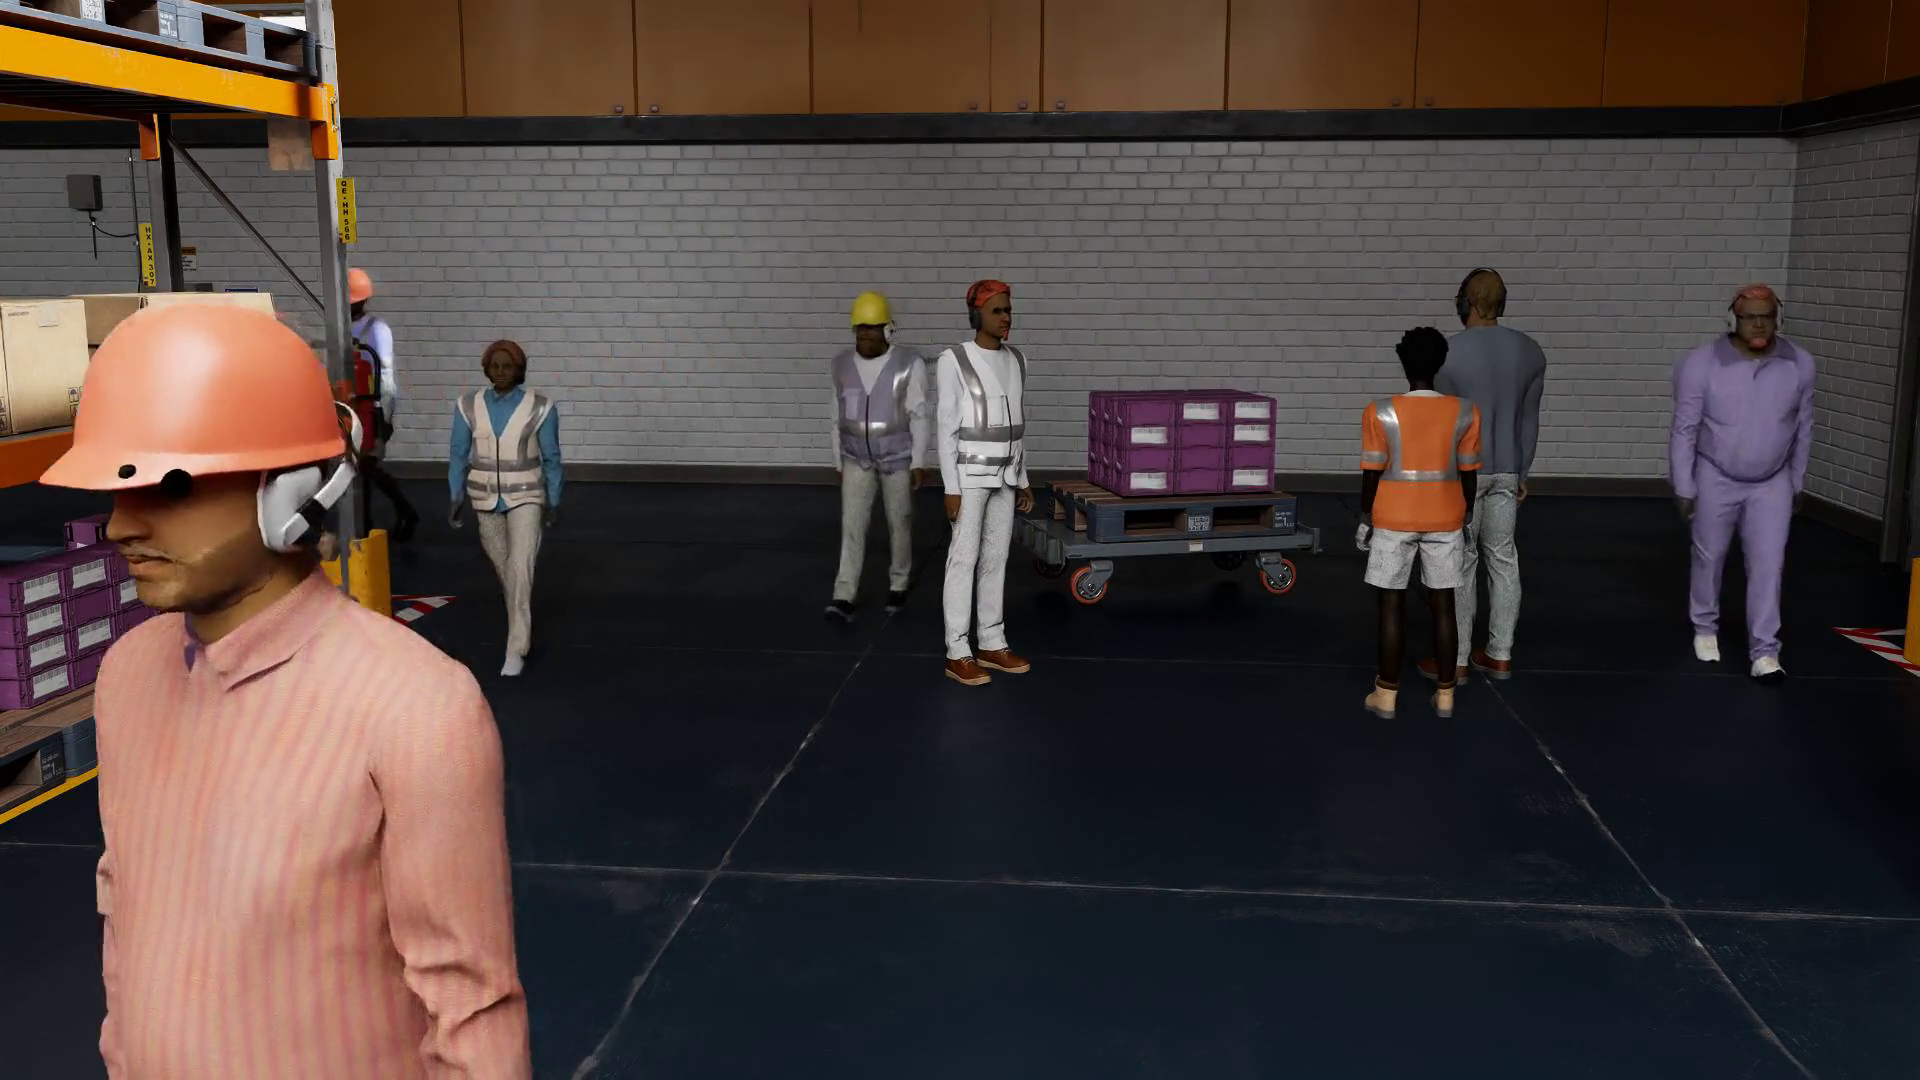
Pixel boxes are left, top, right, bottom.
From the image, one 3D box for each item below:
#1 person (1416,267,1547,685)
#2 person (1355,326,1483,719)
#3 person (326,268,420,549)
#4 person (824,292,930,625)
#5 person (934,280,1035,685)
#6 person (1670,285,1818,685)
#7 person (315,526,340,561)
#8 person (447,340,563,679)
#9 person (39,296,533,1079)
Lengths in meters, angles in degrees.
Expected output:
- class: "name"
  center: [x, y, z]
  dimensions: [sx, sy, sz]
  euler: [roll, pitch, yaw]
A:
- class: "person"
  center: [2.405, -0.290, 7.763]
  dimensions: [0.627, 1.940, 0.371]
  euler: [-3, 10, -19]
- class: "person"
  center: [1.972, -0.070, 7.190]
  dimensions: [0.540, 1.696, 0.317]
  euler: [0, 10, -1]
- class: "person"
  center: [-4.025, -0.868, 11.185]
  dimensions: [0.706, 1.909, 0.511]
  euler: [9, 13, 41]
- class: "person"
  center: [-0.462, -0.437, 9.017]
  dimensions: [0.611, 1.782, 0.902]
  euler: [2, 10, 14]
- class: "person"
  center: [0.125, -0.274, 7.832]
  dimensions: [0.354, 1.883, 0.573]
  euler: [9, 13, 42]
- class: "person"
  center: [3.690, -0.263, 7.852]
  dimensions: [0.656, 1.850, 0.992]
  euler: [2, 10, 12]
- class: "person"
  center: [-4.196, -0.591, 10.285]
  dimensions: [0.687, 1.663, 0.544]
  euler: [0, 10, 1]
- class: "person"
  center: [-2.212, -0.185, 8.166]
  dimensions: [0.508, 1.595, 0.874]
  euler: [1, 10, 4]
- class: "person"
  center: [-0.738, 0.708, 1.947]
  dimensions: [0.634, 1.985, 0.667]
  euler: [6, 11, 29]
